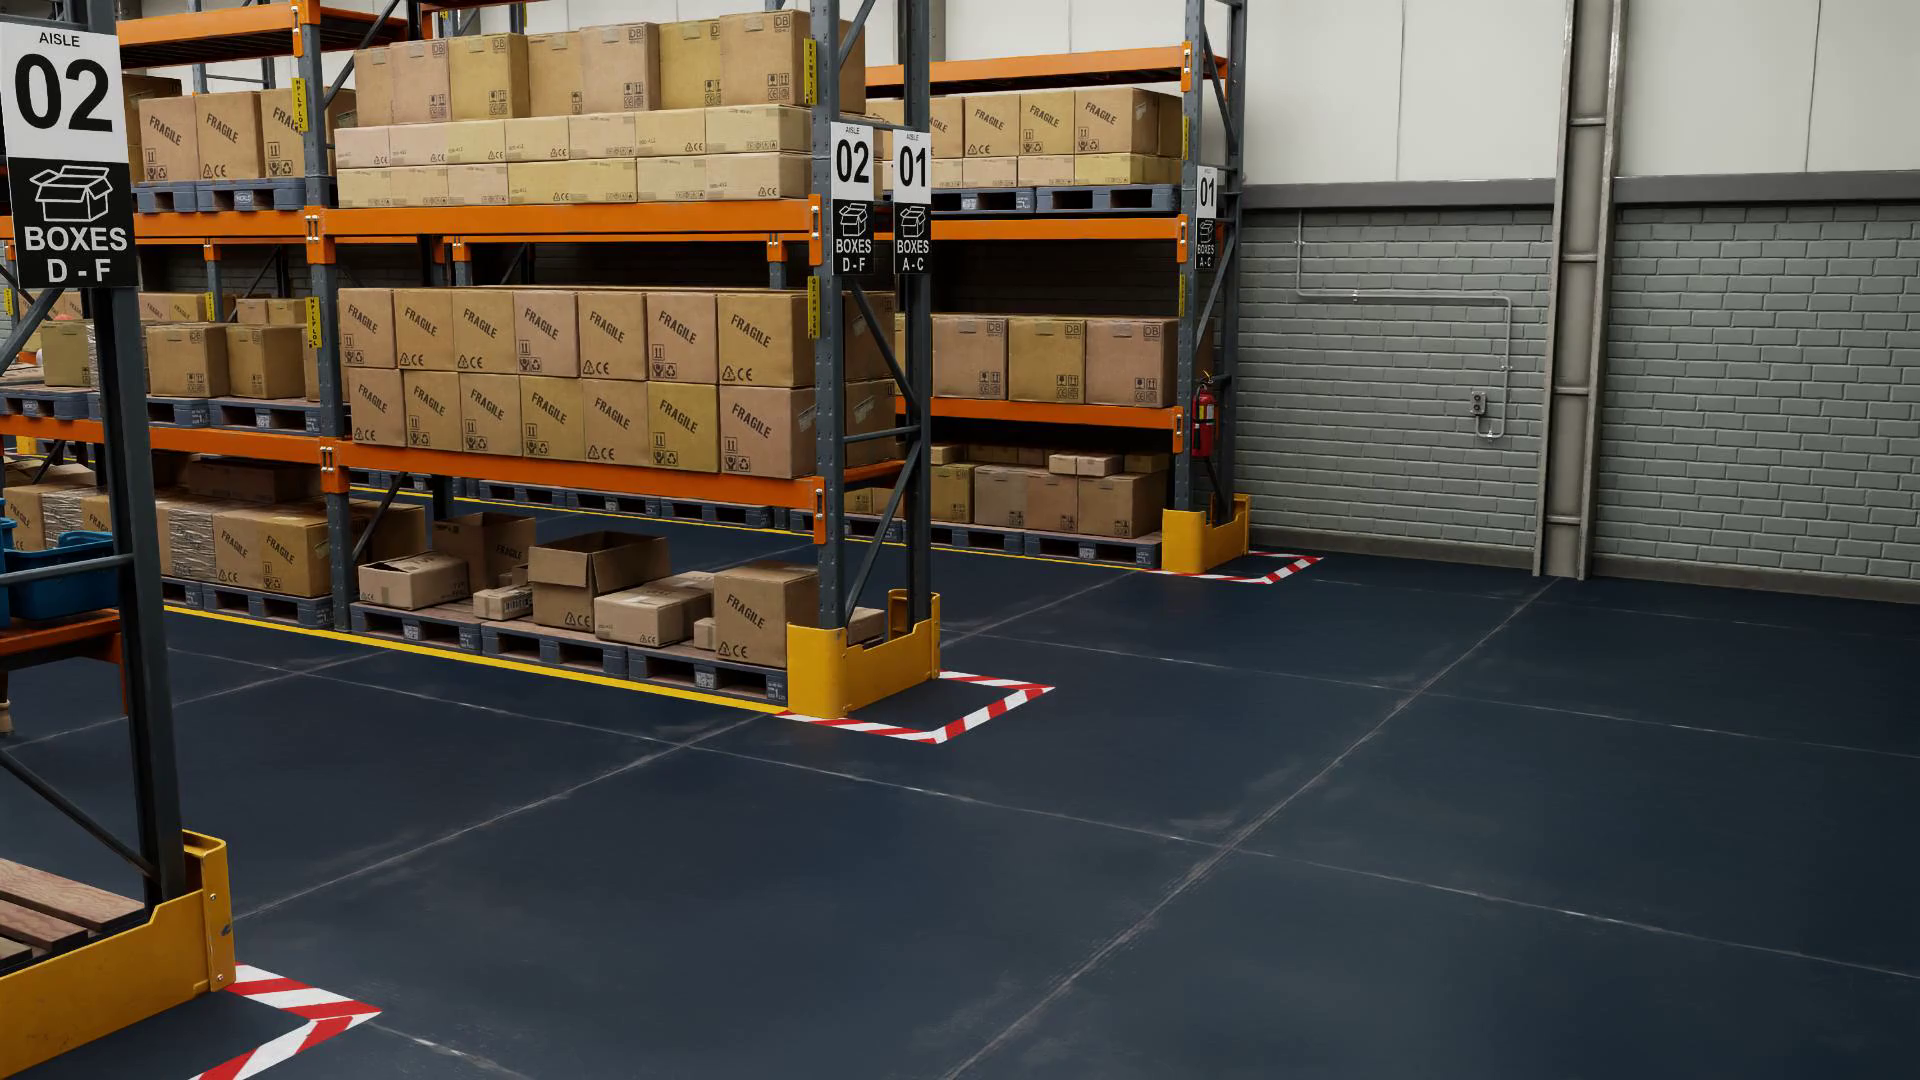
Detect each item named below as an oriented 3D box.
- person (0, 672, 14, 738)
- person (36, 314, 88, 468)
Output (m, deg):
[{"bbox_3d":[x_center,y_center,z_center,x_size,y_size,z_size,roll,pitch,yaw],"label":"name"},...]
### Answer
[{"bbox_3d":[-5.155,0.070,8.512,0.367,2.048,0.607,0,10,0],"label":"person"},{"bbox_3d":[-9.382,-1.410,17.520,0.542,1.930,0.366,-10,14,-44],"label":"person"}]
